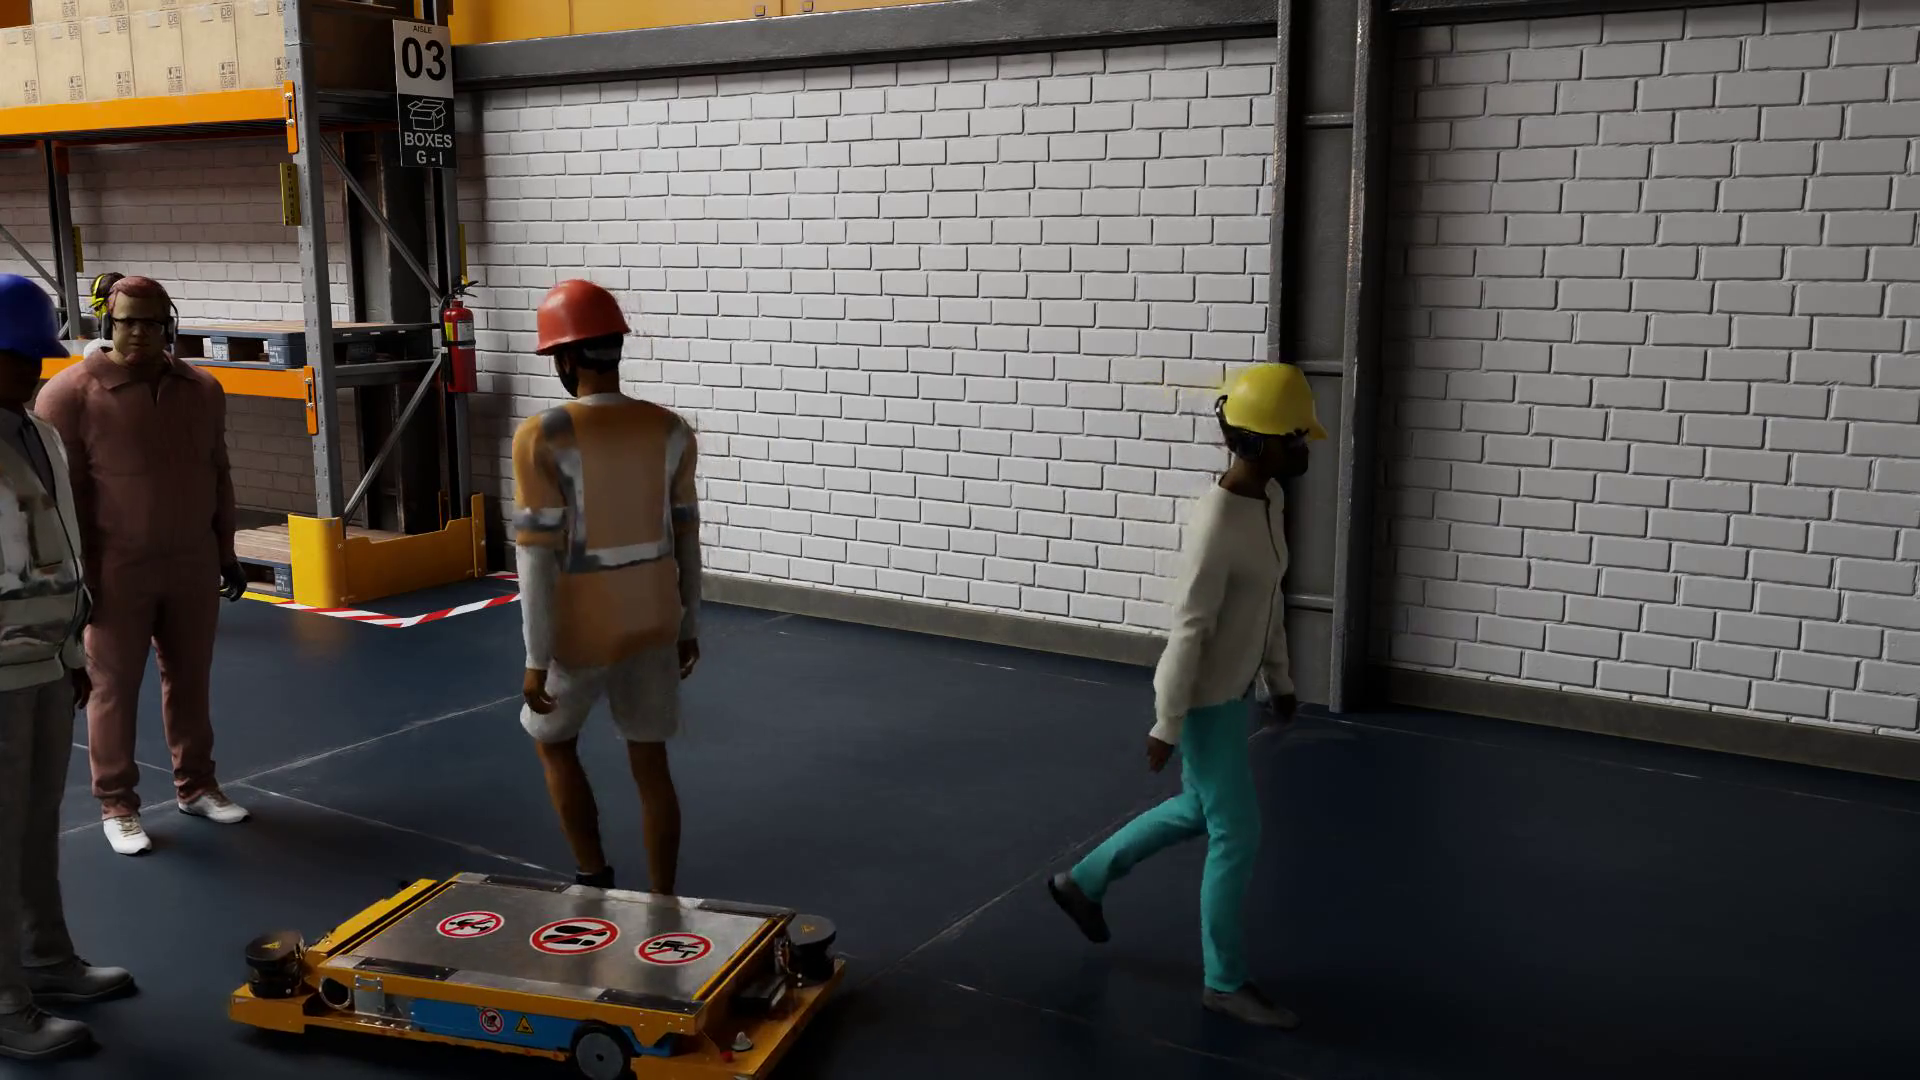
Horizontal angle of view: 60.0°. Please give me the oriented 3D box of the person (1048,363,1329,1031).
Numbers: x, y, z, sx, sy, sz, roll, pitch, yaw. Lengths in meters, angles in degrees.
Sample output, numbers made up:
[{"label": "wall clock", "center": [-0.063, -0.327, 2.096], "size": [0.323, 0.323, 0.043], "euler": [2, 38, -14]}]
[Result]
[{"label": "person", "center": [0.581, 0.388, 4.341], "size": [0.720, 1.730, 0.543], "euler": [4, 11, 23]}]

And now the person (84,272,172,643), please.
[{"label": "person", "center": [-4.164, -0.404, 8.360], "size": [0.328, 1.865, 0.518], "euler": [4, 11, 20]}]

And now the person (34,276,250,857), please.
[{"label": "person", "center": [-2.702, 0.076, 5.595], "size": [0.401, 1.905, 0.642], "euler": [7, 12, 35]}]

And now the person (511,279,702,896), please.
[{"label": "person", "center": [-0.990, 0.240, 4.654], "size": [0.580, 1.910, 0.577], "euler": [-8, 13, -37]}]

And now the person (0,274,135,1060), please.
[{"label": "person", "center": [-2.374, 0.310, 4.192], "size": [0.411, 1.939, 0.605], "euler": [-1, 10, -6]}]

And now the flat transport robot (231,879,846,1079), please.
[{"label": "flat transport robot", "center": [-1.081, 1.117, 4.345], "size": [1.431, 0.197, 0.652], "euler": [3, 11, 15]}]
